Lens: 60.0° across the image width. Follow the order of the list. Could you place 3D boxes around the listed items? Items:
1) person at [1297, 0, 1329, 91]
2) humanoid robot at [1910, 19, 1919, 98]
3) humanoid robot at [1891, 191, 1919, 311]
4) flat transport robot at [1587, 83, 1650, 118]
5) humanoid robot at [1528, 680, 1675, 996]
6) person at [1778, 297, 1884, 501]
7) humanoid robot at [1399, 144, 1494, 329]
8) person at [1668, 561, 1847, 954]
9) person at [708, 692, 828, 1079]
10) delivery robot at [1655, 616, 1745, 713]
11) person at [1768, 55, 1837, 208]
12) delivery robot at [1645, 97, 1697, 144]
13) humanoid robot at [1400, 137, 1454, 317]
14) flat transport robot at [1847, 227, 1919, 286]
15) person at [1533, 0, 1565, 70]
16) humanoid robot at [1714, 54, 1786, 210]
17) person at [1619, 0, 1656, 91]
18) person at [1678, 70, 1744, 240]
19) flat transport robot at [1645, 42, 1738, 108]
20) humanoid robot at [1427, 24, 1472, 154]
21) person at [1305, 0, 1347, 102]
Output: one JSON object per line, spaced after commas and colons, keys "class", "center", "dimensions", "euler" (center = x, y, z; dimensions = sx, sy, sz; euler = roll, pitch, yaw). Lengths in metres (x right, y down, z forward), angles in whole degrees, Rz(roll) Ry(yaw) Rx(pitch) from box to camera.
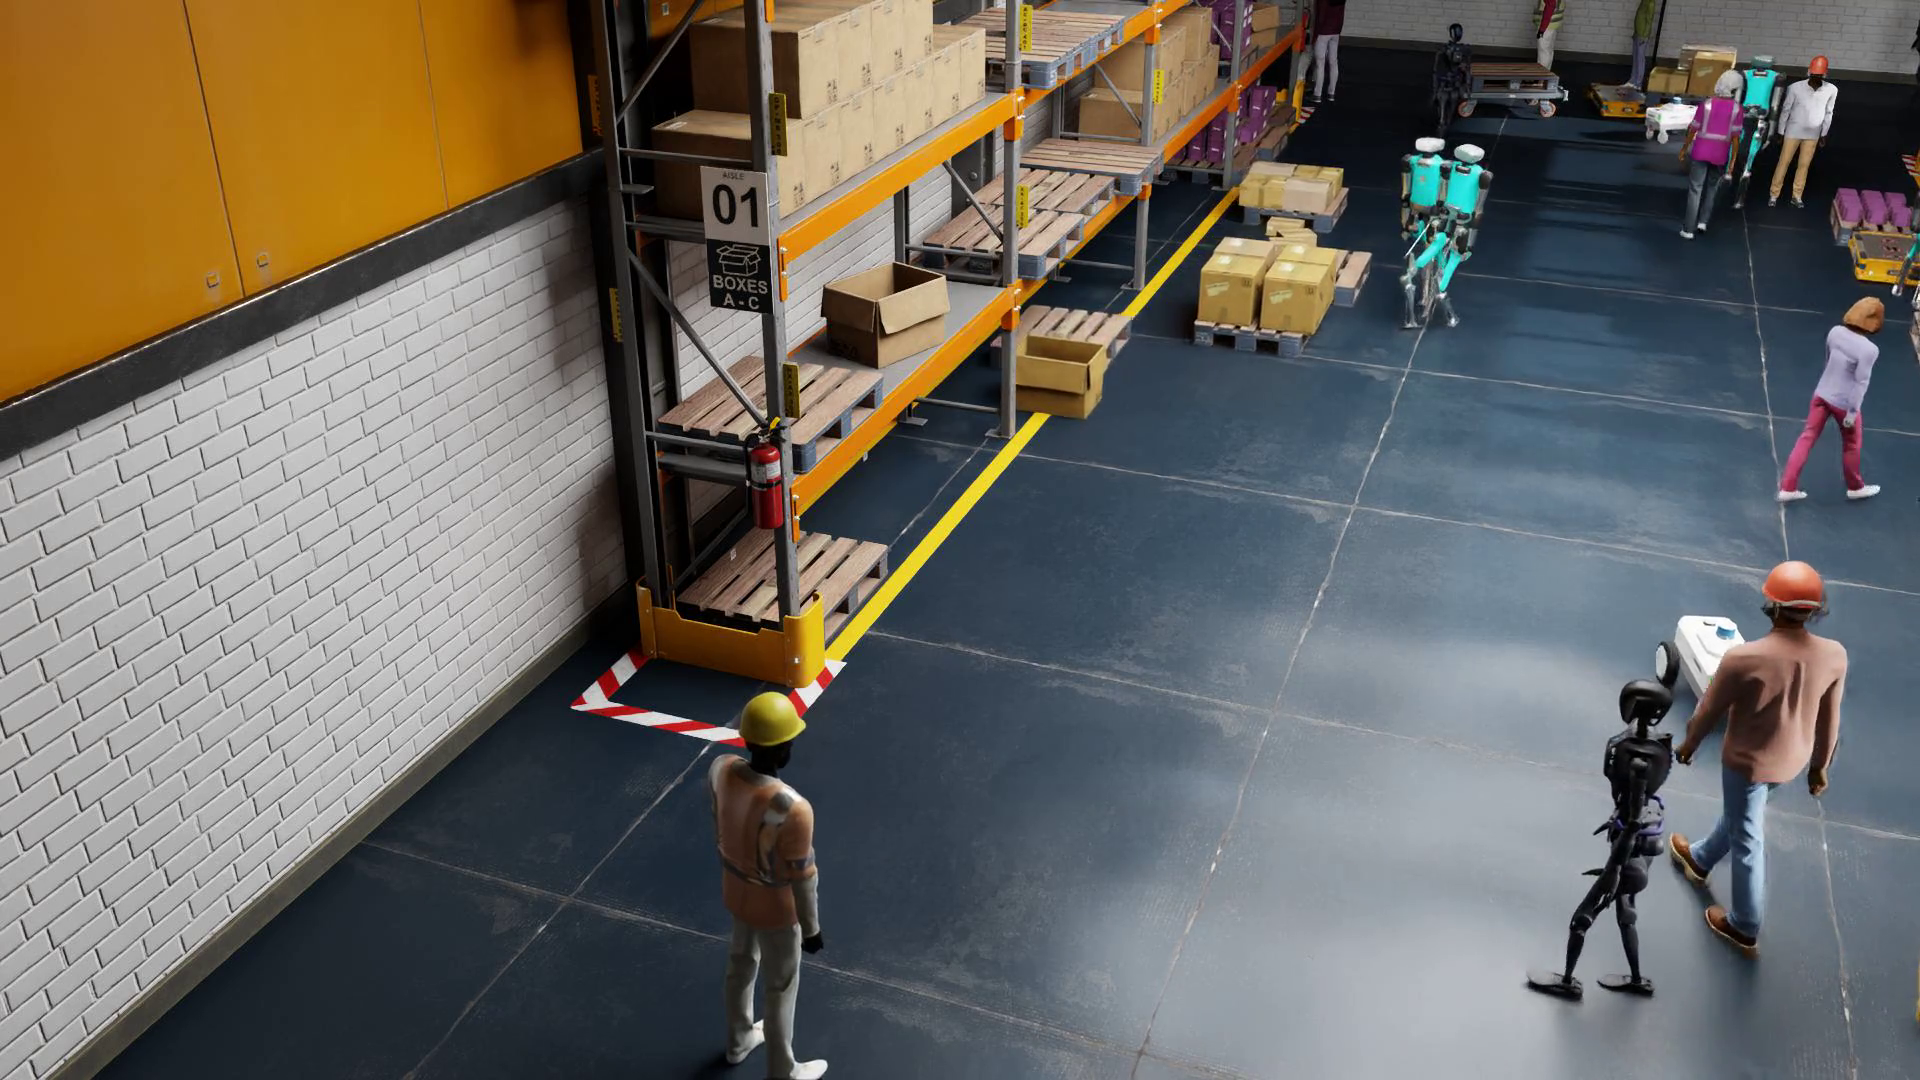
{"class": "person", "center": [5.333, -7.646, 24.798], "dimensions": [0.631, 1.901, 0.637], "euler": [18, 32, 31]}
{"class": "humanoid robot", "center": [14.337, -7.349, 24.476], "dimensions": [0.337, 1.661, 0.590], "euler": [-24, 36, -38]}
{"class": "humanoid robot", "center": [9.476, -3.077, 16.229], "dimensions": [0.547, 1.877, 0.810], "euler": [7, 28, 13]}
{"class": "flat transport robot", "center": [9.541, -6.352, 24.072], "dimensions": [0.659, 0.231, 1.431], "euler": [5, 28, 9]}
{"class": "humanoid robot", "center": [3.021, 1.369, 7.572], "dimensions": [0.541, 1.636, 0.600], "euler": [10, 29, 19]}
{"class": "person", "center": [6.564, -1.033, 12.291], "dimensions": [0.808, 1.596, 0.509], "euler": [-7, 28, -14]}
{"class": "humanoid robot", "center": [4.486, -2.765, 15.556], "dimensions": [0.880, 1.789, 0.566], "euler": [-22, 34, -36]}
{"class": "person", "center": [3.775, 0.976, 8.020], "dimensions": [0.609, 1.950, 0.911], "euler": [-7, 28, -14]}
{"class": "person", "center": [-0.800, 1.492, 7.071], "dimensions": [0.598, 1.913, 0.419], "euler": [24, 36, 38]}
{"class": "delivery robot", "center": [4.533, 0.749, 9.956], "dimensions": [0.499, 0.568, 0.747], "euler": [2, 27, 5]}
{"class": "person", "center": [9.805, -4.743, 19.332], "dimensions": [0.572, 1.747, 0.338], "euler": [5, 28, 10]}
{"class": "delivery robot", "center": [9.624, -5.652, 22.391], "dimensions": [0.752, 0.585, 0.523], "euler": [-6, 28, -12]}
{"class": "humanoid robot", "center": [4.579, -3.048, 16.079], "dimensions": [0.550, 1.787, 0.788], "euler": [22, 34, 35]}
{"class": "flat transport robot", "center": [9.791, -2.990, 17.551], "dimensions": [0.659, 0.231, 1.431], "euler": [10, 29, 19]}
{"class": "person", "center": [8.821, -7.728, 25.026], "dimensions": [0.429, 1.844, 0.622], "euler": [16, 31, 28]}
{"class": "humanoid robot", "center": [9.055, -4.631, 19.147], "dimensions": [0.534, 1.795, 0.711], "euler": [15, 31, 27]}
{"class": "person", "center": [10.192, -7.553, 24.909], "dimensions": [0.286, 1.632, 0.496], "euler": [2, 27, 4]}
{"class": "person", "center": [8.197, -4.222, 18.232], "dimensions": [0.556, 1.826, 0.532], "euler": [7, 28, 13]}
{"class": "flat transport robot", "center": [10.258, -6.124, 23.629], "dimensions": [1.431, 0.231, 0.659], "euler": [13, 30, 24]}
{"class": "humanoid robot", "center": [6.379, -5.839, 21.554], "dimensions": [0.606, 1.642, 0.632], "euler": [-7, 28, -14]}
{"class": "person", "center": [5.365, -7.380, 24.238], "dimensions": [0.489, 1.947, 0.428], "euler": [-11, 29, -20]}
